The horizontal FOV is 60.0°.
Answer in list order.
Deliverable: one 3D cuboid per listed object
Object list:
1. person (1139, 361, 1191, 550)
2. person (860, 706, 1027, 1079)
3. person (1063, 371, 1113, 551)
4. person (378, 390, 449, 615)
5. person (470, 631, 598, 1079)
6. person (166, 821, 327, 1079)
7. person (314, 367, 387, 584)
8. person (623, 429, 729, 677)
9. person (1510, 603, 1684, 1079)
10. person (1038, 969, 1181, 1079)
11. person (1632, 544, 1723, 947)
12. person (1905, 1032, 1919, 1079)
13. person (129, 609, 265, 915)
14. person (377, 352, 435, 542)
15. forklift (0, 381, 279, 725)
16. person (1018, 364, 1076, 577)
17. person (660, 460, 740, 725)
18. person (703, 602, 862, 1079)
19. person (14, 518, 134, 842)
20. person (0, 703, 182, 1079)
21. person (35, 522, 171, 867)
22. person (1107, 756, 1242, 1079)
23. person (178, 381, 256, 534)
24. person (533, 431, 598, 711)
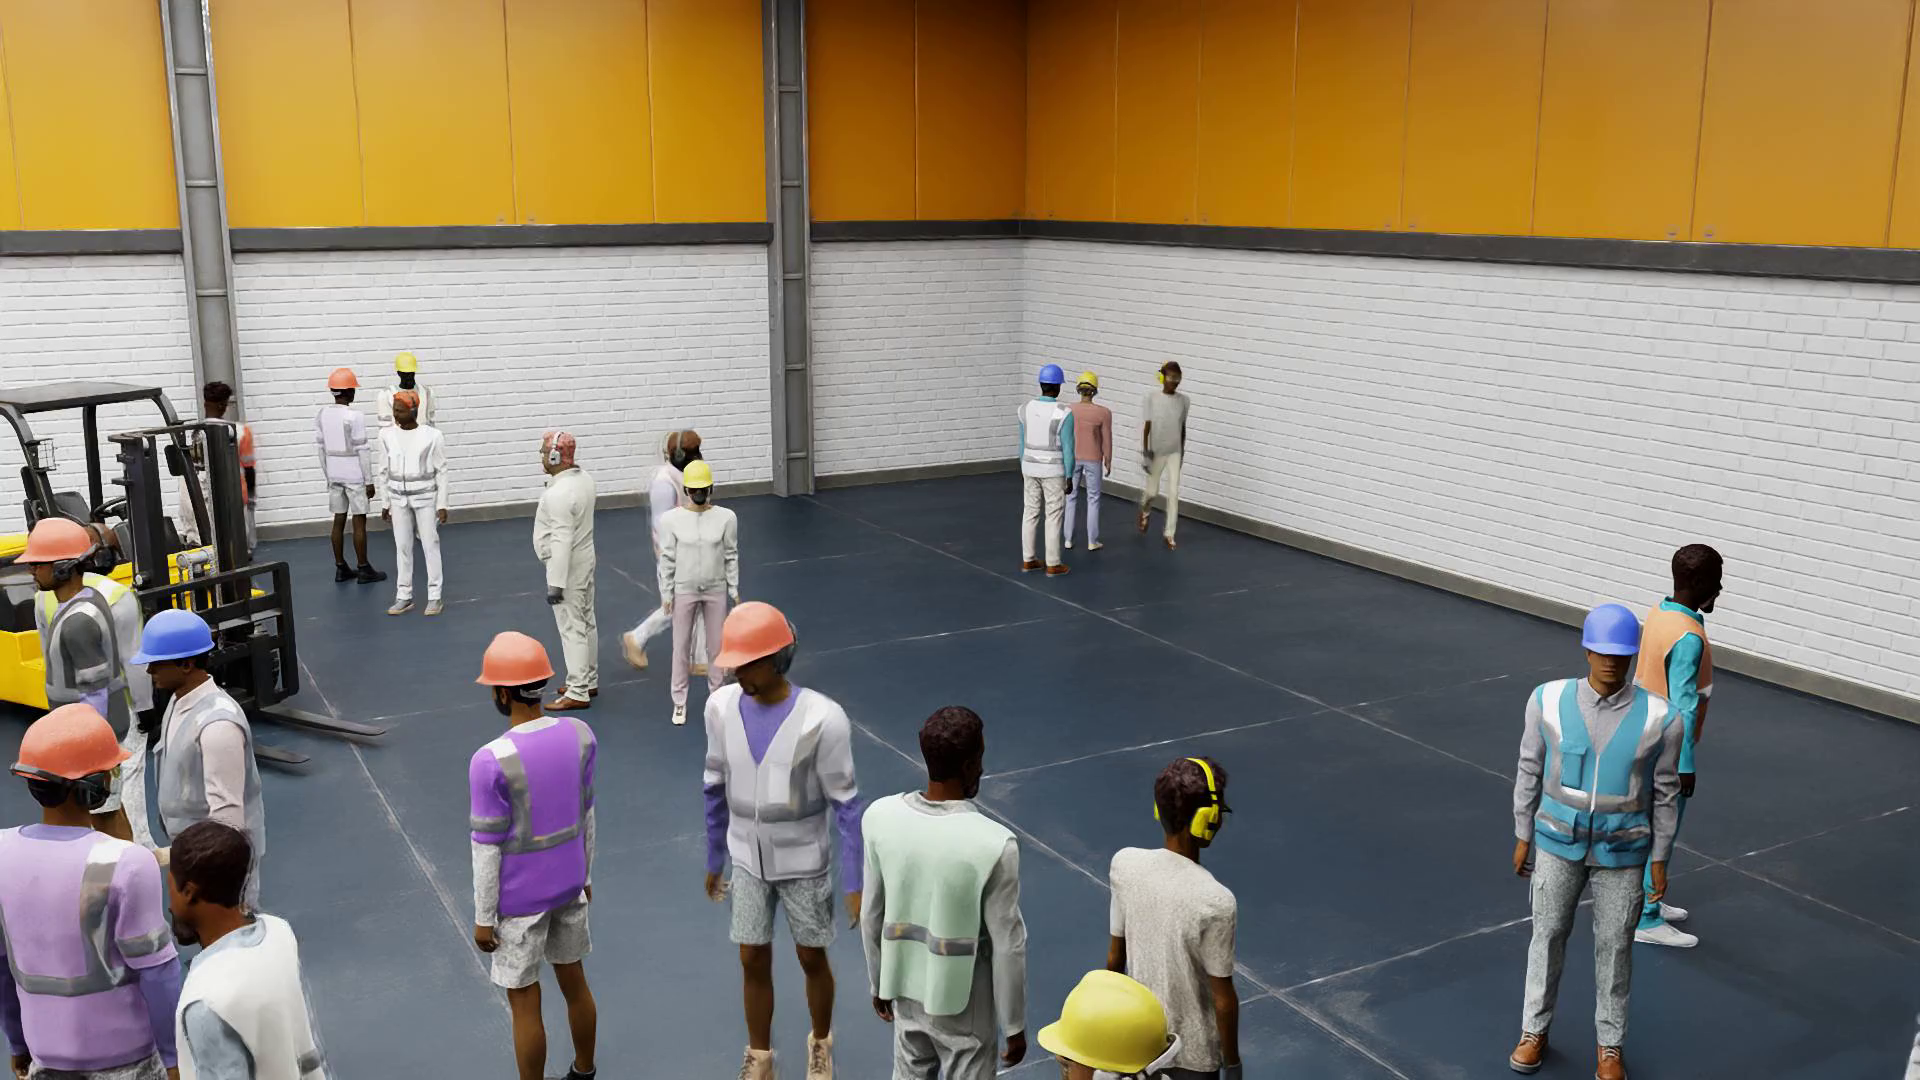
[{"bbox_3d":[2.008,-0.869,16.492,0.519,1.850,0.726,-2,12,-7],"label":"person"},{"bbox_3d":[-0.056,1.469,5.365,0.597,1.916,0.371,8,15,34],"label":"person"},{"bbox_3d":[1.229,-0.769,16.244,0.531,1.755,0.343,3,12,15],"label":"person"},{"bbox_3d":[-4.523,-0.307,13.775,0.575,1.883,0.362,1,12,6],"label":"person"},{"bbox_3d":[-1.598,1.285,6.208,0.389,1.930,0.544,8,15,34],"label":"person"},{"bbox_3d":[-1.928,1.691,4.434,0.519,1.885,0.707,-2,12,-10],"label":"person"},{"bbox_3d":[-5.462,-0.570,14.877,0.542,1.939,0.362,5,13,22],"label":"person"},{"bbox_3d":[-2.055,0.105,11.968,0.666,1.828,0.628,4,13,17],"label":"person"},{"bbox_3d":[2.495,1.194,6.575,0.610,1.950,0.378,5,13,24],"label":"person"},{"bbox_3d":[0.336,1.845,3.806,0.403,1.833,0.590,2,12,11],"label":"person"},{"bbox_3d":[3.324,0.951,7.819,0.397,1.910,0.588,2,12,11],"label":"person"},{"bbox_3d":[2.951,1.709,4.646,0.342,1.747,0.582,-10,15,-38],"label":"person"},{"bbox_3d":[-2.952,1.210,6.543,0.416,1.940,0.615,-10,15,-39],"label":"person"},{"bbox_3d":[-5.421,-0.896,16.430,0.590,1.926,0.388,-11,17,-43],"label":"person"},{"bbox_3d":[-5.853,0.085,11.199,2.313,2.155,1.214,7,14,28],"label":"forklift"},{"bbox_3d":[0.798,-0.633,15.183,0.602,1.940,0.412,9,15,36],"label":"person"},{"bbox_3d":[-1.714,0.342,11.003,0.524,1.769,0.326,-4,13,-17],"label":"person"},{"bbox_3d":[-0.692,1.209,6.328,0.644,2.039,0.426,5,13,20],"label":"person"},{"bbox_3d":[-4.075,0.900,7.737,0.395,2.044,0.609,-6,13,-26],"label":"person"},{"bbox_3d":[-2.592,1.482,5.010,0.614,2.042,0.373,2,12,11],"label":"person"},{"bbox_3d":[-4.407,0.818,8.601,0.633,1.839,0.429,4,13,20],"label":"person"},{"bbox_3d":[0.669,1.559,5.072,0.327,1.865,0.517,-10,16,-40],"label":"person"},{"bbox_3d":[-6.194,-0.355,13.892,0.627,1.935,0.423,-3,12,-14],"label":"person"},{"bbox_3d":[-2.687,0.206,11.310,0.403,1.911,0.637,1,12,3],"label":"person"}]
